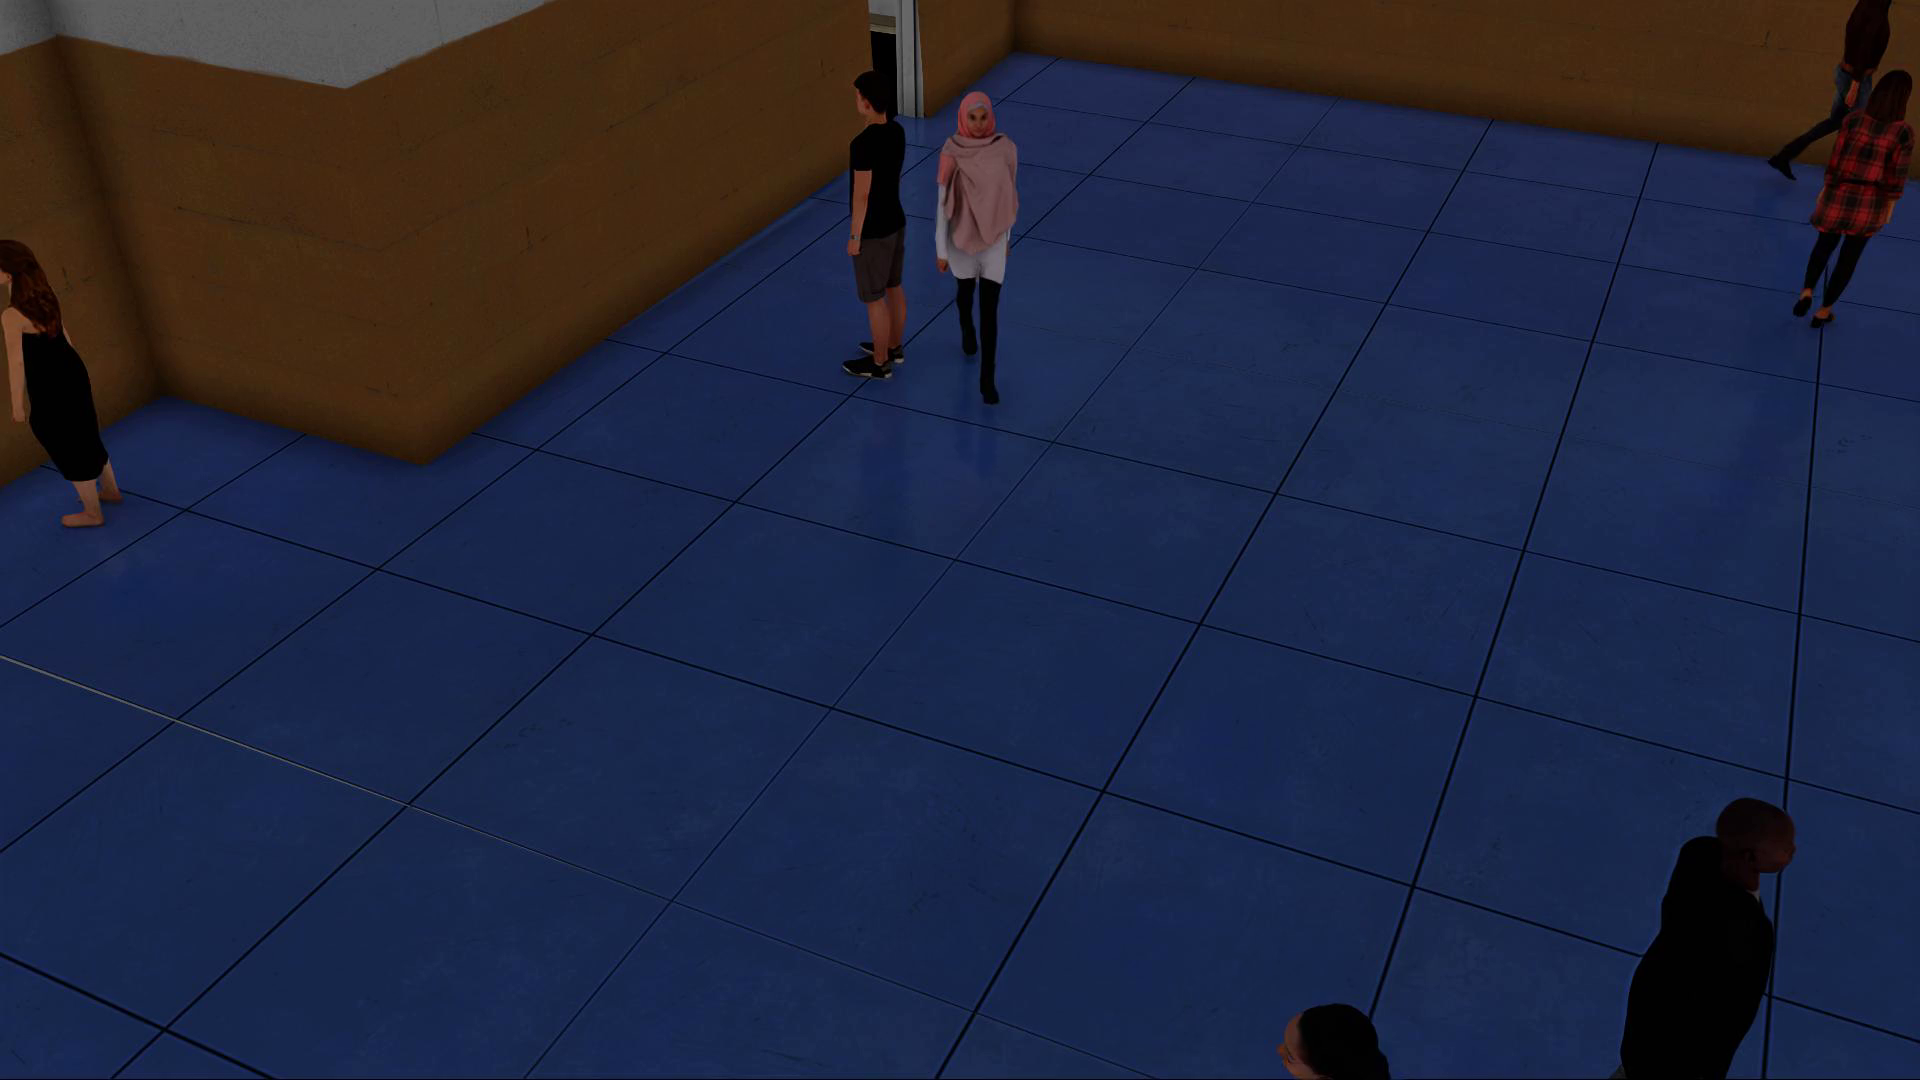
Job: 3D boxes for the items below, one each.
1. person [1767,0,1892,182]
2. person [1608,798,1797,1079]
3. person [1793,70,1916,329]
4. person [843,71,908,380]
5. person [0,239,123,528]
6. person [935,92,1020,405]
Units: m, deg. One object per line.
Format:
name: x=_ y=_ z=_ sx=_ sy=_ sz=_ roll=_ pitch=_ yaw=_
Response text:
person: x=6.560 y=-3.425 z=12.359 sx=1.053 sy=1.754 sz=0.721 roll=11 pitch=35 yaw=16
person: x=2.166 y=1.451 z=5.023 sx=0.675 sy=1.761 sz=0.716 roll=3 pitch=34 yaw=4
person: x=5.554 y=-2.081 z=10.394 sx=0.802 sy=1.693 sz=0.746 roll=-29 pitch=43 yaw=-36
person: x=-0.484 y=-1.873 z=9.928 sx=0.558 sy=1.862 sz=0.644 roll=15 pitch=36 yaw=21
person: x=-4.587 y=-0.789 z=8.514 sx=0.703 sy=1.623 sz=0.692 roll=2 pitch=34 yaw=3
person: x=0.072 y=-1.785 z=9.897 sx=1.227 sy=1.749 sz=1.152 roll=-5 pitch=34 yaw=-7
